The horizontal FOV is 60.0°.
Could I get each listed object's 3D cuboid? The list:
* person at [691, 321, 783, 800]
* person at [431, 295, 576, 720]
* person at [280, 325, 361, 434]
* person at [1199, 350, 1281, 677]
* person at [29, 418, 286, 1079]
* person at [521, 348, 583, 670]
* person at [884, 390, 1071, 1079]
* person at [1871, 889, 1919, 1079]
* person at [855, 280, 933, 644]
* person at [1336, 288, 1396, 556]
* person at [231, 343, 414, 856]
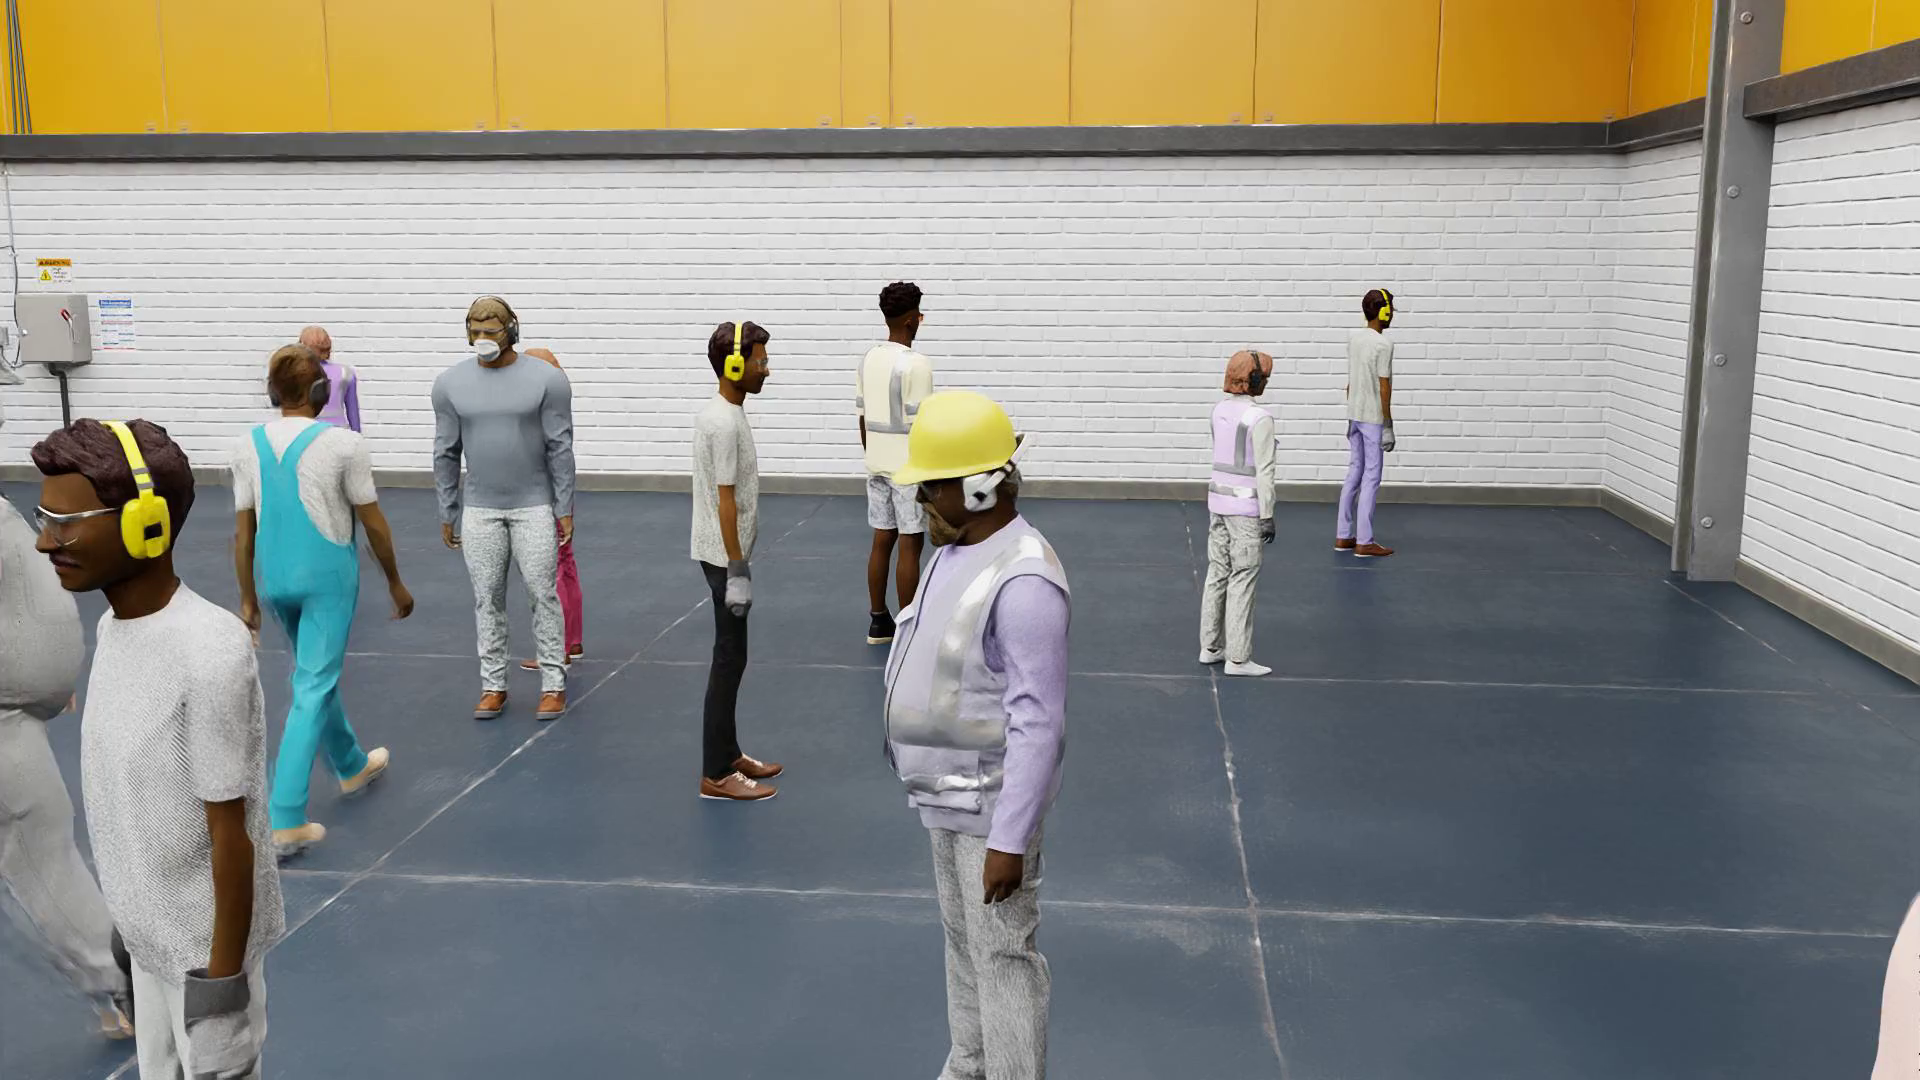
[{"bbox_3d":[-0.869,0.086,6.460,0.347,1.857,0.515,-2,10,-9],"label":"person"},{"bbox_3d":[-2.059,-0.138,7.542,0.635,1.928,0.382,0,10,-2],"label":"person"},{"bbox_3d":[-4.261,-0.621,11.150,0.520,1.626,0.438,-6,12,-31],"label":"person"},{"bbox_3d":[1.410,-0.132,8.342,0.313,1.632,0.513,-4,11,-21],"label":"person"},{"bbox_3d":[-1.323,0.719,2.816,0.505,1.864,0.331,9,14,43],"label":"person"},{"bbox_3d":[-2.103,-0.156,8.473,0.269,1.631,0.509,1,10,6],"label":"person"},{"bbox_3d":[0.030,0.571,3.771,0.403,1.822,0.588,-3,10,-16],"label":"person"},{"bbox_3d":[1.056,0.948,1.579,0.429,1.836,0.633,4,11,23],"label":"person"},{"bbox_3d":[-0.308,-0.385,8.827,0.361,1.965,0.613,-7,12,-36],"label":"person"},{"bbox_3d":[2.861,-0.817,11.613,0.326,1.862,0.504,-3,10,-18],"label":"person"},{"bbox_3d":[-2.353,0.186,6.083,0.531,1.795,0.986,2,10,13],"label":"person"}]
